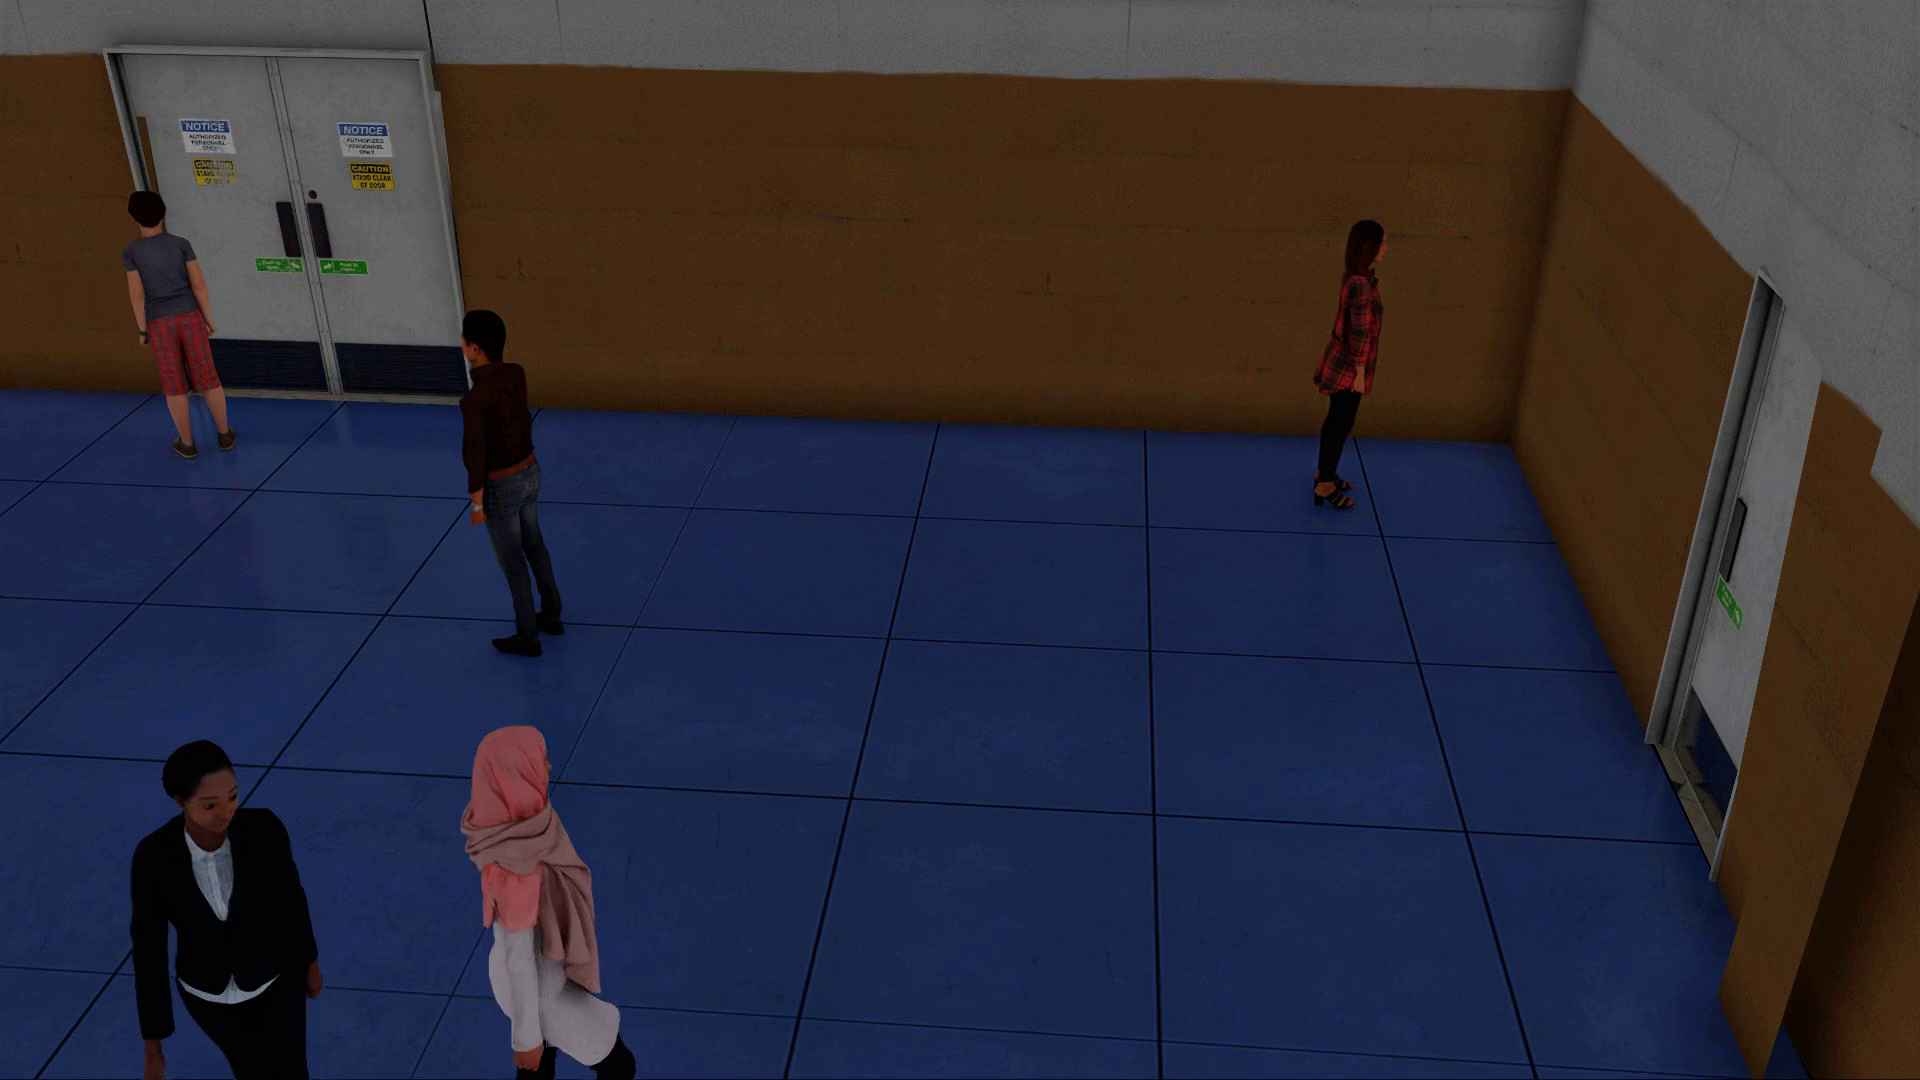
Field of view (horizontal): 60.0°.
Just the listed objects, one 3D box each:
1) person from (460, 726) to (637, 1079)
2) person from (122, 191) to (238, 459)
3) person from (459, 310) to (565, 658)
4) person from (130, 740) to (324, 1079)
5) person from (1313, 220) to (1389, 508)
[{"bbox_3d":[-1.371,1.386,5.040,0.893,1.777,0.847,-9,30,-16],"label":"person"},{"bbox_3d":[-4.754,-1.301,10.079,0.673,1.651,0.701,-15,32,-26],"label":"person"},{"bbox_3d":[-2.177,-0.269,8.070,0.746,1.777,0.530,9,30,16],"label":"person"},{"bbox_3d":[-2.194,1.328,5.110,0.871,1.810,1.045,-7,29,-13],"label":"person"},{"bbox_3d":[2.215,-1.005,9.497,0.666,1.702,0.470,2,29,4],"label":"person"}]
